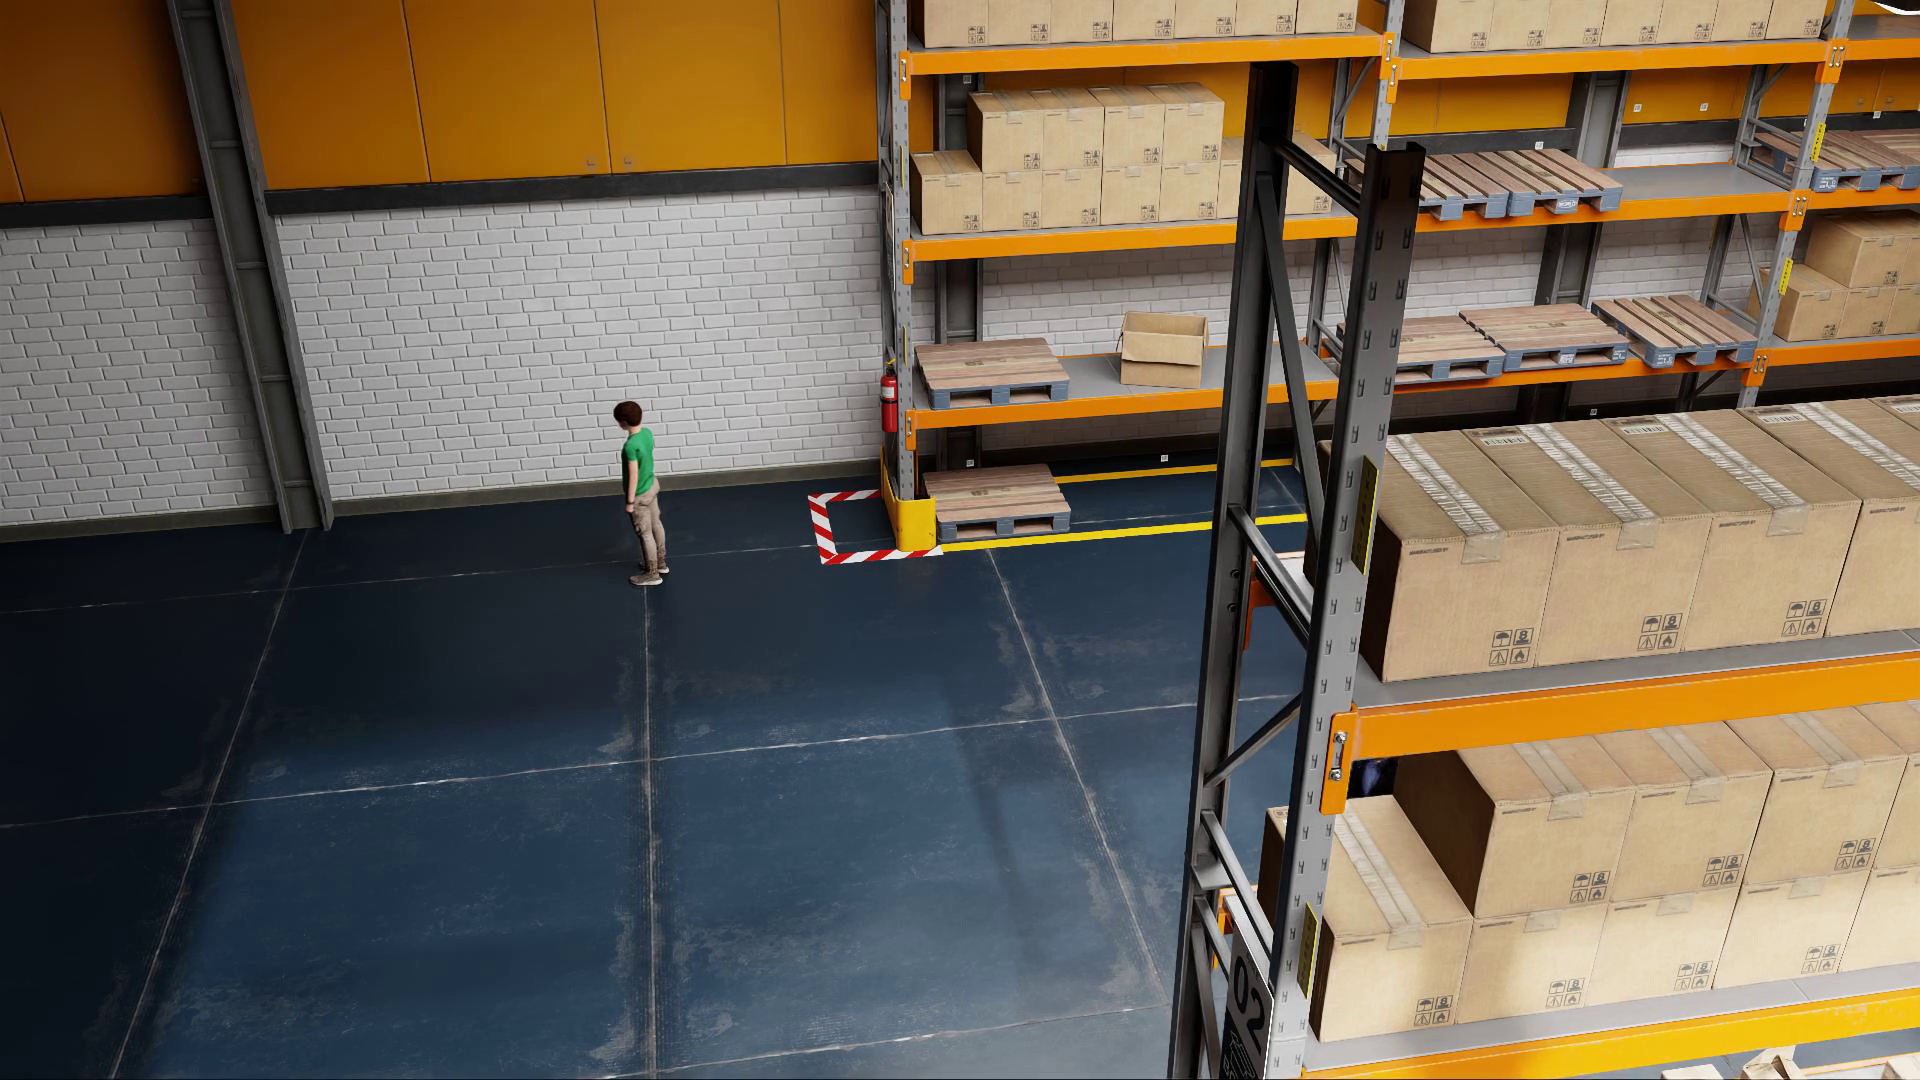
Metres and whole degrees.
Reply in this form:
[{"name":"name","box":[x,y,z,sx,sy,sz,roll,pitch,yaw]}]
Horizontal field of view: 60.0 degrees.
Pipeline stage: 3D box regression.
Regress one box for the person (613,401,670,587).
[{"name":"person","box":[-2.642,-0.406,13.885,0.656,1.652,0.662,7,29,12]}]
